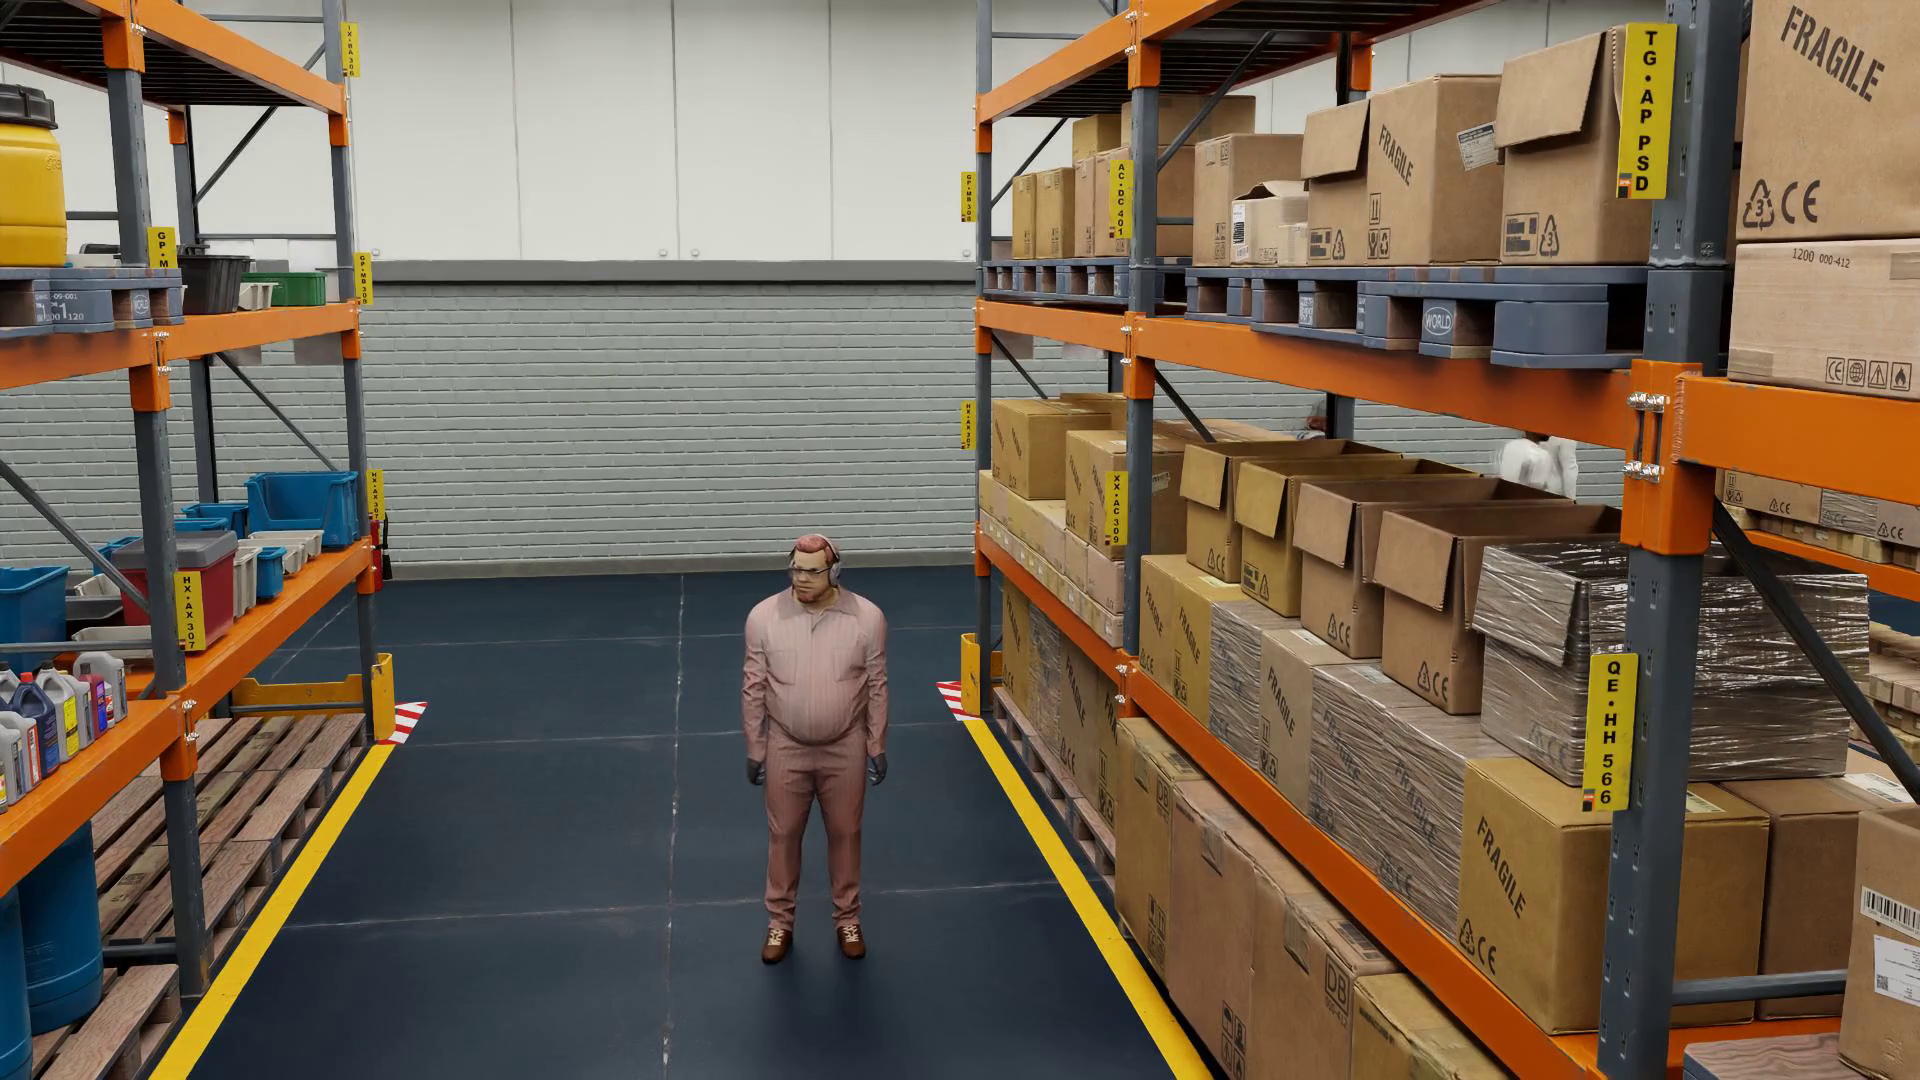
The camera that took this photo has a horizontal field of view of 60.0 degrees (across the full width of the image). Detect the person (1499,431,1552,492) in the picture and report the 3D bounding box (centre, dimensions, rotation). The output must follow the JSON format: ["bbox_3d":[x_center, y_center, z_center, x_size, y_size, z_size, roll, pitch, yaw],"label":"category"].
[{"bbox_3d":[4.520,-0.113,13.334,0.642,2.017,0.615,-3,10,-18],"label":"person"}]

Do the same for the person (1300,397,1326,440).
[{"bbox_3d":[2.963,-0.256,14.072,0.888,2.000,0.699,-1,9,-7],"label":"person"}]

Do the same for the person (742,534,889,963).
[{"bbox_3d":[-0.628,0.911,7.298,0.644,1.904,0.399,-1,9,-5],"label":"person"}]

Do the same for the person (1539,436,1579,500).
[{"bbox_3d":[5.471,-0.411,15.343,0.356,1.938,0.638,-3,10,-15],"label":"person"}]
